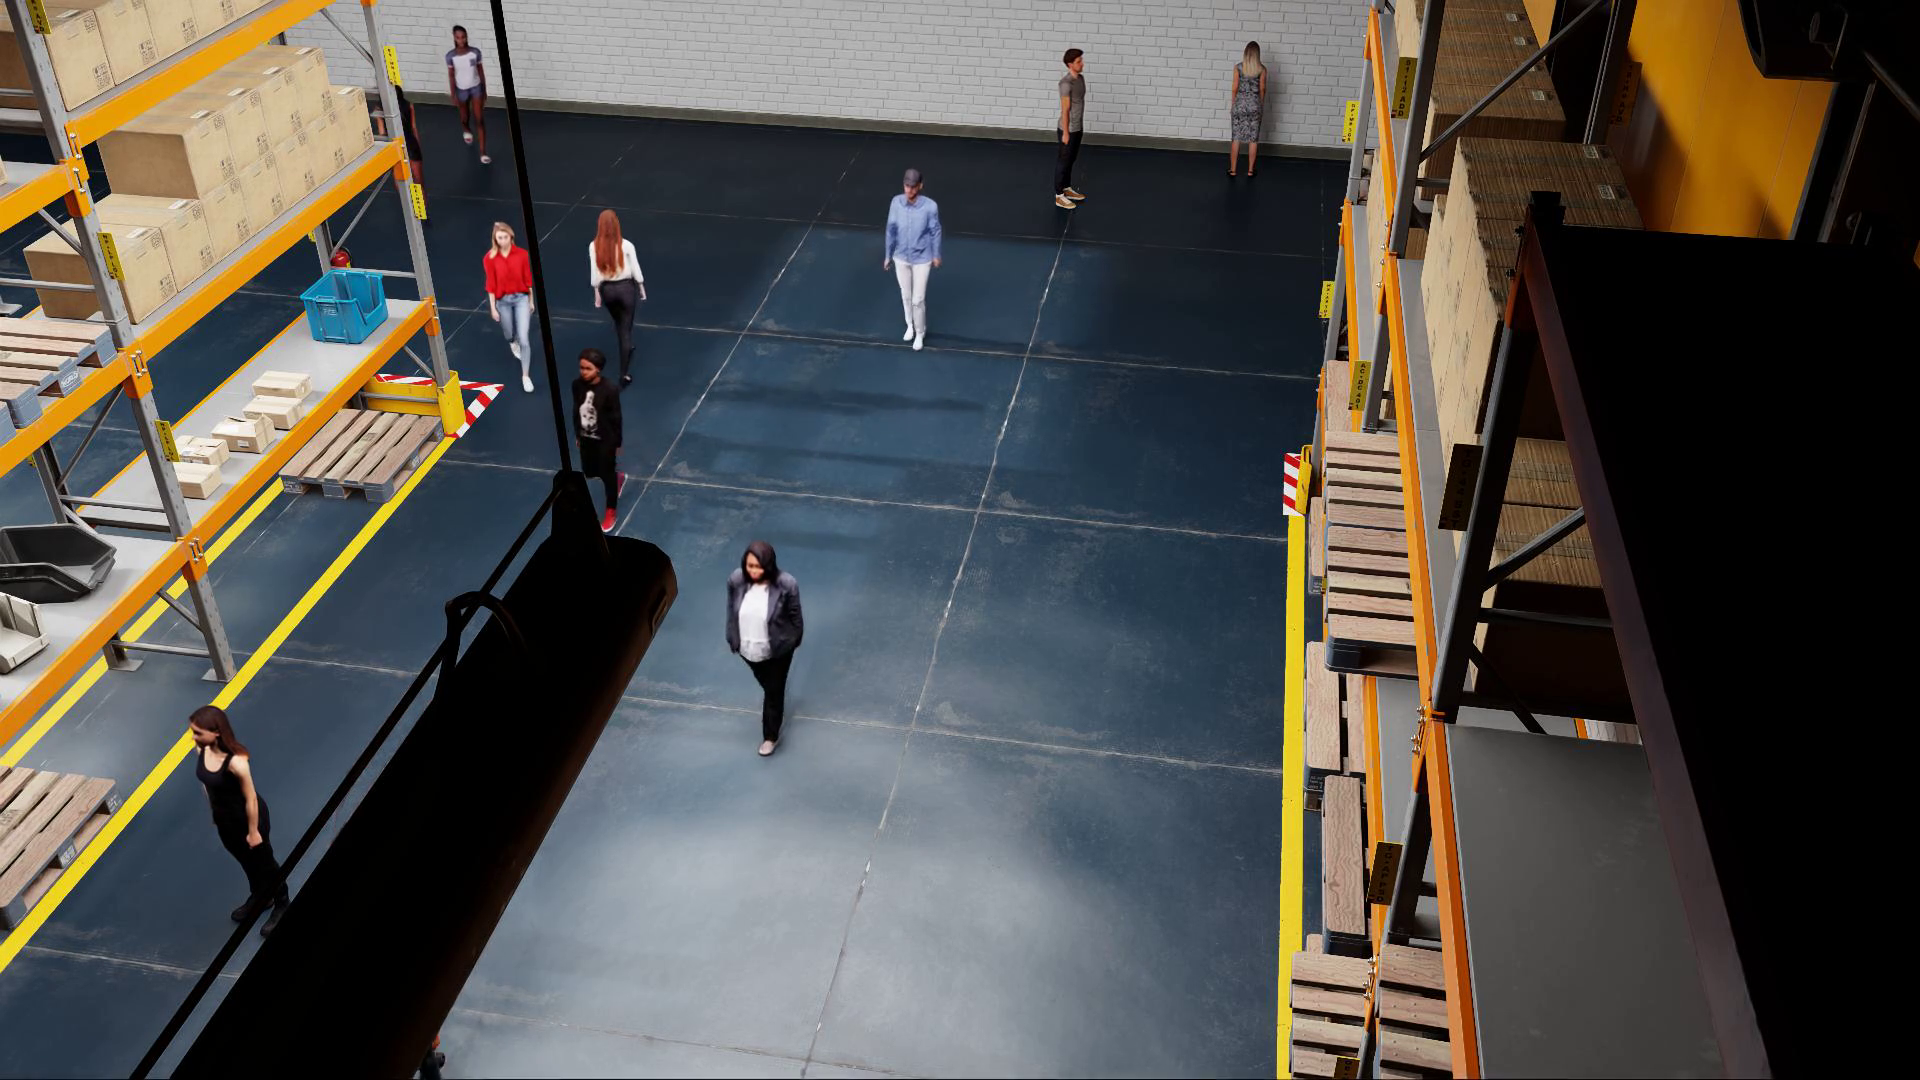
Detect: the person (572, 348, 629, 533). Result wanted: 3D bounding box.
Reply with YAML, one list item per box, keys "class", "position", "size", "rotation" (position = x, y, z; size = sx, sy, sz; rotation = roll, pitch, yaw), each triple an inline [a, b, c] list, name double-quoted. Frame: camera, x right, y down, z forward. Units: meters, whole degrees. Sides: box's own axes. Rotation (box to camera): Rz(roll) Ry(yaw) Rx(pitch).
- class: "person"
  position: [-3.012, -0.896, 14.026]
  size: [0.668, 1.661, 0.843]
  rotation: [10, 35, 15]

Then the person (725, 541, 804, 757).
- class: "person"
  position: [-1.364, 0.670, 11.764]
  size: [0.676, 1.557, 1.018]
  rotation: [6, 34, 9]

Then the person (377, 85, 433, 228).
- class: "person"
  position: [-6.560, -4.559, 19.515]
  size: [1.107, 1.685, 1.278]
  rotation: [-15, 37, -22]

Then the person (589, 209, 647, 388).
- class: "person"
  position: [-3.322, -2.285, 16.060]
  size: [0.707, 1.723, 1.054]
  rotation: [3, 34, 4]

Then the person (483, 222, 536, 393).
- class: "person"
  position: [-4.348, -2.318, 16.150]
  size: [0.944, 1.679, 1.135]
  rotation: [-11, 35, -16]

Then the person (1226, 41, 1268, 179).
- class: "person"
  position: [3.566, -5.346, 20.682]
  size: [0.560, 1.705, 0.481]
  rotation: [6, 34, 9]

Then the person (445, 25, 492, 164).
- class: "person"
  position: [-6.283, -5.734, 21.274]
  size: [0.990, 1.696, 1.180]
  rotation: [-13, 36, -18]

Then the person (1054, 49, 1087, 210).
- class: "person"
  position: [1.321, -4.950, 19.913]
  size: [0.757, 1.896, 0.597]
  rotation: [15, 37, 22]

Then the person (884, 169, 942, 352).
- class: "person"
  position: [-0.456, -2.906, 16.865]
  size: [0.726, 1.867, 0.788]
  rotation: [11, 35, 16]

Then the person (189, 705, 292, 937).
- class: "person"
  position: [-4.384, 1.682, 10.123]
  size: [0.663, 1.688, 0.672]
  rotation: [19, 38, 27]
